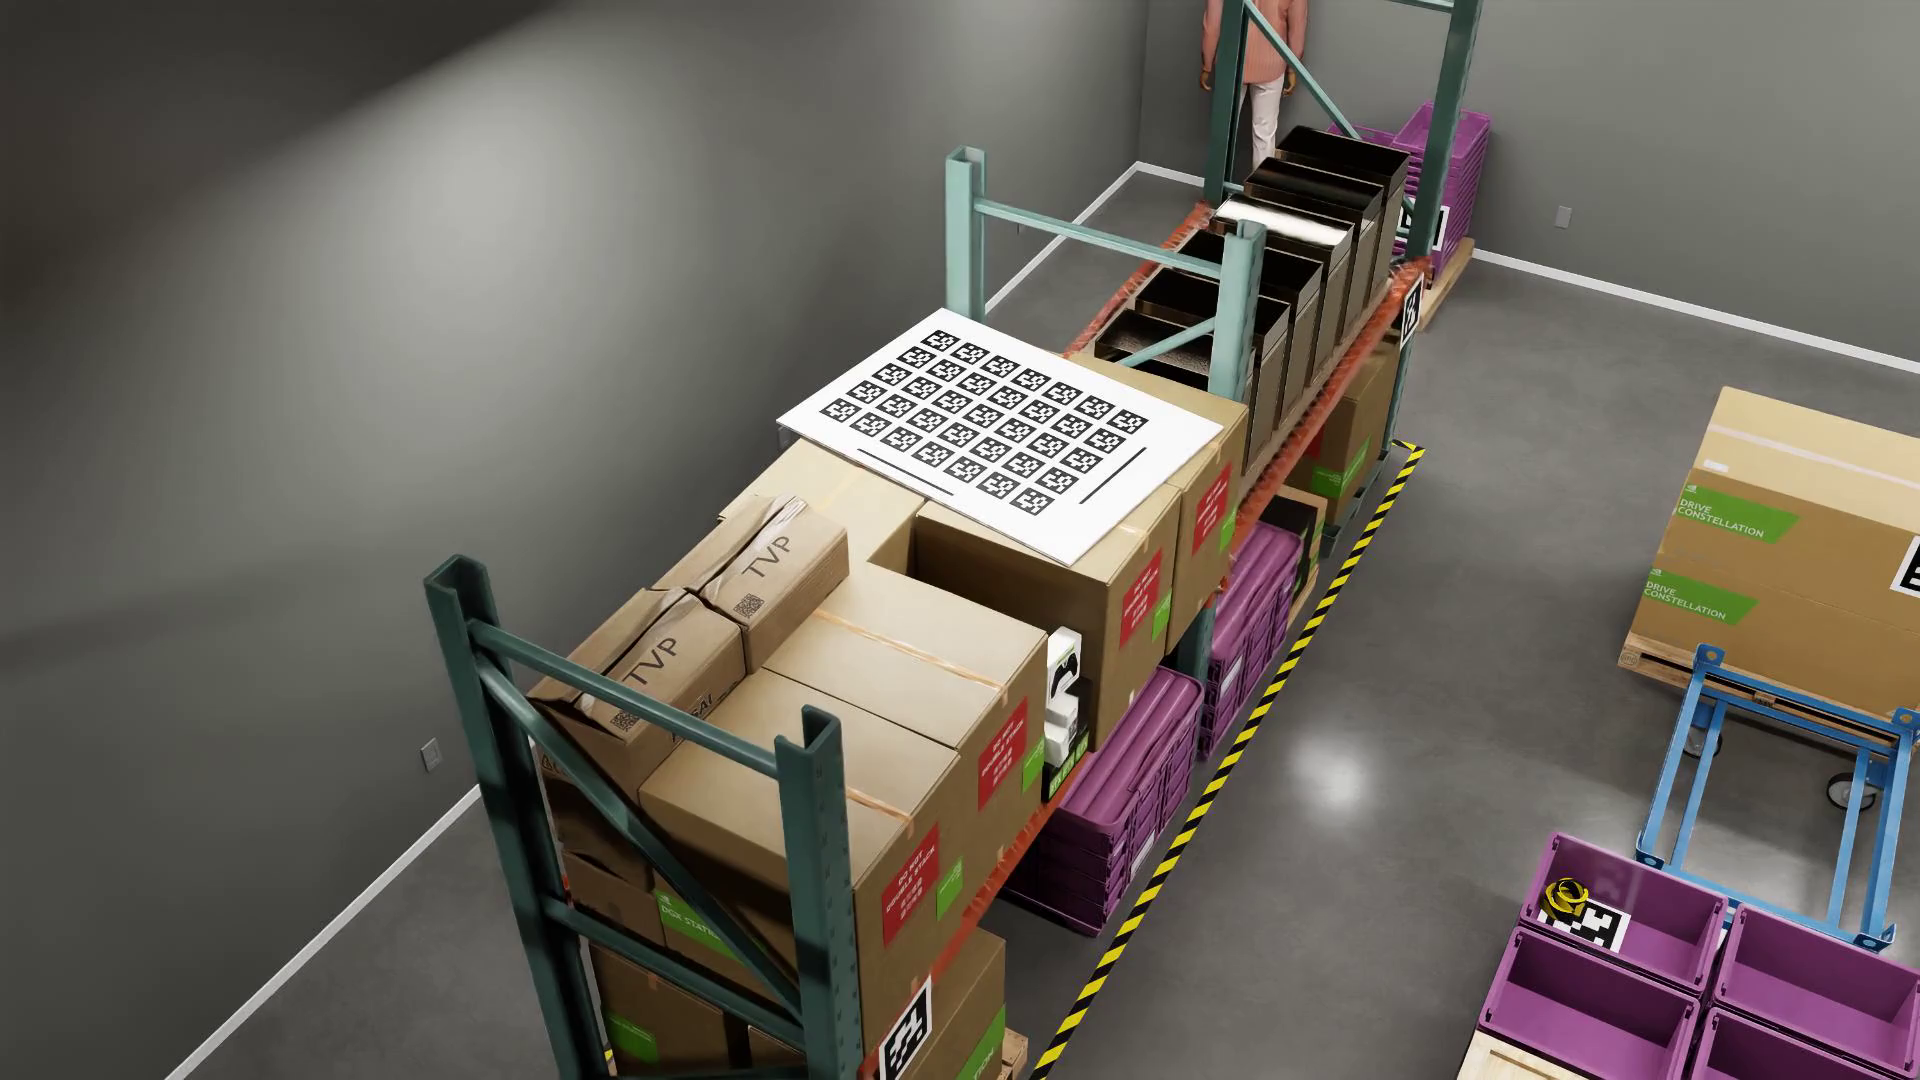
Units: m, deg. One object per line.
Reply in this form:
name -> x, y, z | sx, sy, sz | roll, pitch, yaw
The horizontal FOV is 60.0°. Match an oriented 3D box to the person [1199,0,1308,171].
person -> 1.731, -2.835, 9.932 | 0.609, 1.996, 0.379 | 4, 40, 5
